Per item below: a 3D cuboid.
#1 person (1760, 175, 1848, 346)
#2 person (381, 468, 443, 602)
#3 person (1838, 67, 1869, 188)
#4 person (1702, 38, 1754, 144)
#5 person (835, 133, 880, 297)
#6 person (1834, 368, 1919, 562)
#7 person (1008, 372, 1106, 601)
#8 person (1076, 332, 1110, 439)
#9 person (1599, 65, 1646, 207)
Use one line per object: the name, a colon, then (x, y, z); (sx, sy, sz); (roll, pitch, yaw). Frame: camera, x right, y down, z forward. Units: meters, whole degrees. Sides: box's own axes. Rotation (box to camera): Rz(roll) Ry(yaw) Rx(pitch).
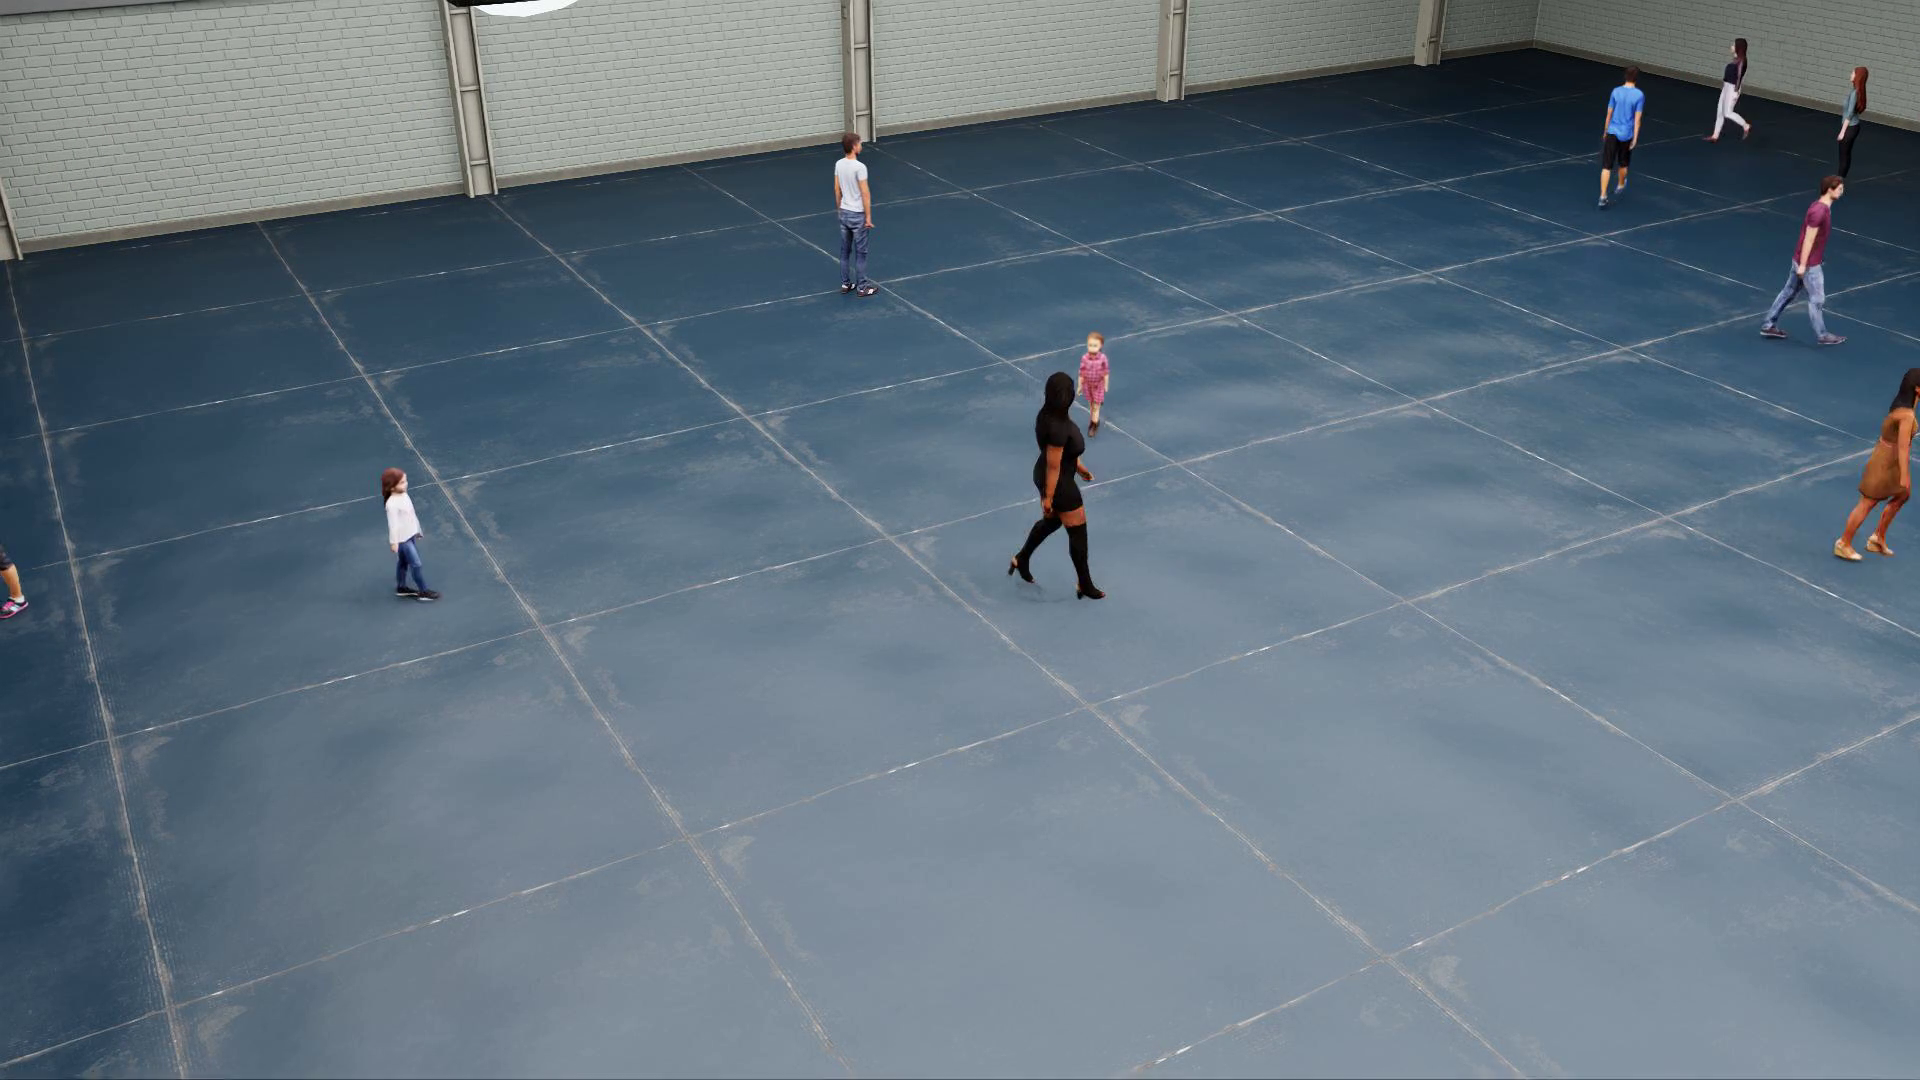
person: (8.984, -2.995, 17.799); (1.110, 1.810, 1.121); (11, 29, 20)
person: (-4.350, -0.048, 12.851); (0.705, 1.099, 0.622); (2, 27, 3)
person: (12.344, -5.683, 23.093); (0.694, 1.742, 0.567); (23, 35, 37)
person: (11.936, -6.887, 25.593); (1.000, 1.594, 0.935); (7, 28, 13)
person: (-1.237, -3.758, 19.219); (0.704, 1.866, 0.682); (19, 33, 33)
person: (7.317, -0.596, 13.290); (0.766, 1.673, 0.715); (16, 31, 27)
person: (0.674, -0.404, 12.771); (1.068, 1.807, 0.884); (1, 27, 3)
person: (1.281, -1.495, 15.769); (0.691, 1.002, 0.748); (7, 28, 12)
person: (8.903, -5.425, 22.512); (1.040, 1.815, 1.282); (14, 30, 26)
